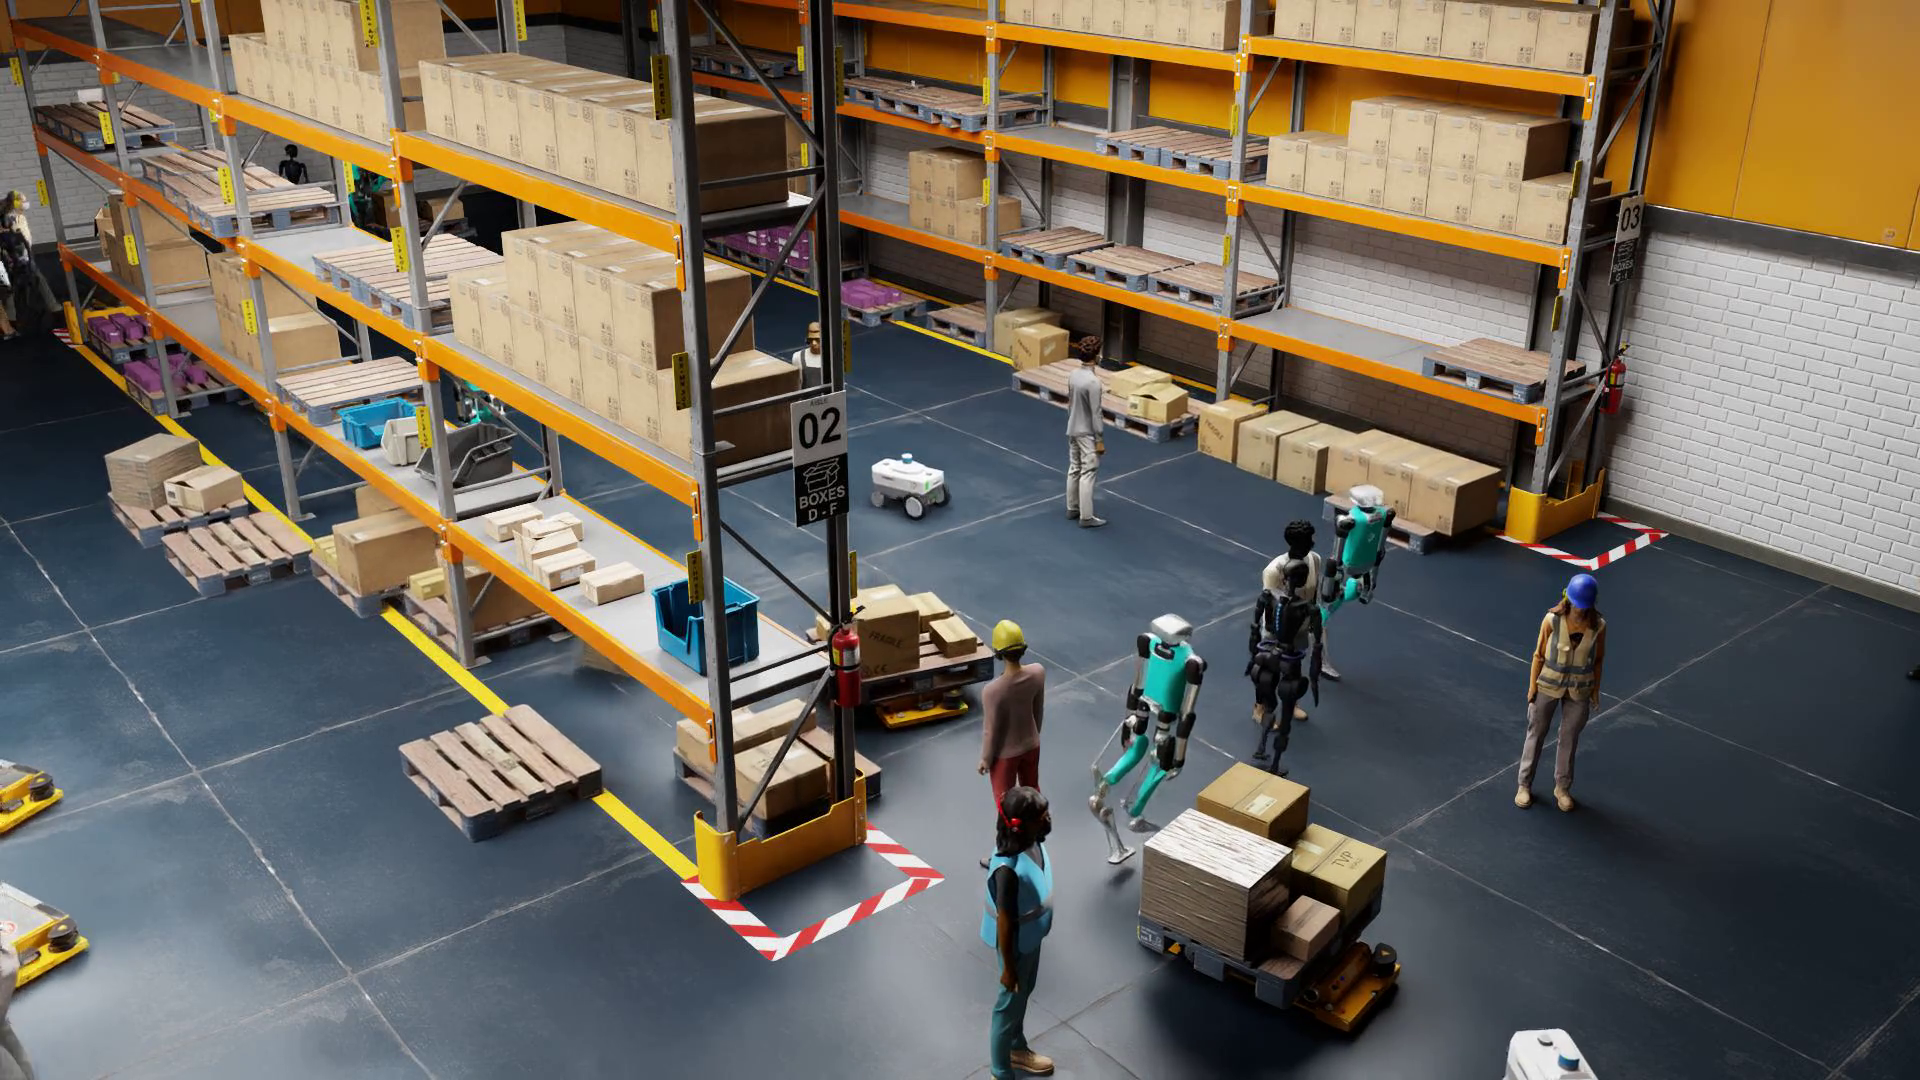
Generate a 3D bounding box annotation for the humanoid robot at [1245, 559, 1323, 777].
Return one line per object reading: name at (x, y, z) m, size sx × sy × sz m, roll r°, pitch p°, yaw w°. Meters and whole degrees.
humanoid robot at (2.269, 0.913, 11.749) m, size 0.608 × 1.644 × 0.382 m, roll 19°, pitch 30°, yaw 37°

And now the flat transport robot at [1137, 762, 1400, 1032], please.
flat transport robot at (1.844, 2.435, 10.004) m, size 1.431 × 0.231 × 0.659 m, roll 18°, pitch 29°, yaw 35°

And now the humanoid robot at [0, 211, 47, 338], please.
humanoid robot at (-12.410, -3.544, 22.088) m, size 0.607 × 1.646 × 0.538 m, roll 9°, pitch 25°, yaw 21°

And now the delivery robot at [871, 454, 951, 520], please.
delivery robot at (-0.513, -0.560, 16.572) m, size 0.790 × 0.589 × 0.499 m, roll 14°, pitch 27°, yaw 30°

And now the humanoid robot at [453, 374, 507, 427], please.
humanoid robot at (-4.993, -1.376, 17.047) m, size 0.547 × 1.765 × 1.043 m, roll -18°, pitch 29°, yaw -35°

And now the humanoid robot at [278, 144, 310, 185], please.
humanoid robot at (-10.620, -5.489, 26.588) m, size 0.601 × 1.656 × 0.417 m, roll 7°, pitch 24°, yaw 16°

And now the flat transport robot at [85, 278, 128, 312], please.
flat transport robot at (-11.485, -3.325, 23.344) m, size 1.431 × 0.231 × 0.659 m, roll -21°, pitch 31°, yaw -40°

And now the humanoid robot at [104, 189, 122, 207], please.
humanoid robot at (-11.303, -3.960, 23.060) m, size 0.747 × 1.856 × 0.541 m, roll -12°, pitch 26°, yaw -25°

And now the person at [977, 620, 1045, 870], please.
person at (0.323, 1.331, 10.681) m, size 0.523 × 1.762 × 0.326 m, roll -19°, pitch 30°, yaw -37°

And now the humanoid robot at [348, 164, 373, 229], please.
humanoid robot at (-9.761, -5.655, 26.929) m, size 0.539 × 1.774 × 0.985 m, roll -3°, pitch 24°, yaw -7°

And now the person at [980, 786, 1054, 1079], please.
person at (0.308, 2.110, 8.741) m, size 0.375 × 1.865 × 0.540 m, roll 8°, pitch 25°, yaw 17°

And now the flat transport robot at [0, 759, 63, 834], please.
flat transport robot at (-7.062, 1.747, 11.599) m, size 1.431 × 0.231 × 0.659 m, roll 9°, pitch 25°, yaw 20°

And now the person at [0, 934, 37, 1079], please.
person at (-5.061, 2.287, 8.611) m, size 0.363 × 1.637 × 0.518 m, roll -15°, pitch 27°, yaw -31°

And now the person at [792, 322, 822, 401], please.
person at (-1.416, -1.284, 16.630) m, size 0.506 × 1.845 × 0.344 m, roll -2°, pitch 23°, yaw -3°

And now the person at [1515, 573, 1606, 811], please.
person at (4.123, 1.034, 11.353) m, size 0.464 × 1.772 × 0.320 m, roll 4°, pitch 24°, yaw 9°

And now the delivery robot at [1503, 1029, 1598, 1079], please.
delivery robot at (3.112, 2.895, 8.583) m, size 0.499 × 0.598 × 0.798 m, roll -2°, pitch 23°, yaw -5°

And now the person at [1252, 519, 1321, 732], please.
person at (2.452, 0.620, 12.418) m, size 0.531 × 1.691 × 0.322 m, roll -15°, pitch 27°, yaw -30°

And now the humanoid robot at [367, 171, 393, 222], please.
humanoid robot at (-9.944, -6.209, 28.297) m, size 0.763 × 1.880 × 0.541 m, roll 11°, pitch 26°, yaw 25°

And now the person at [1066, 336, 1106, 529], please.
person at (1.194, -1.036, 15.998) m, size 0.404 × 1.892 × 0.537 m, roll -12°, pitch 26°, yaw -26°

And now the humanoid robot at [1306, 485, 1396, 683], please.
humanoid robot at (2.943, 0.345, 13.035) m, size 0.531 × 1.788 × 0.773 m, roll -12°, pitch 26°, yaw -26°

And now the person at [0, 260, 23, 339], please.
person at (-12.711, -3.350, 21.617) m, size 0.572 × 1.703 × 0.926 m, roll 8°, pitch 25°, yaw 19°

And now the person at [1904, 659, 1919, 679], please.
person at (7.800, 0.253, 12.974) m, size 0.386 × 1.927 × 0.543 m, roll -15°, pitch 27°, yaw -31°

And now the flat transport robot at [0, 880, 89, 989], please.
flat transport robot at (-6.068, 2.371, 10.153) m, size 1.431 × 0.231 × 0.659 m, roll 13°, pitch 27°, yaw 28°

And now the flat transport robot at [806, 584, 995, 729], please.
flat transport robot at (-0.517, 1.054, 13.203) m, size 0.659 × 0.231 × 1.431 m, roll -10°, pitch 25°, yaw -21°

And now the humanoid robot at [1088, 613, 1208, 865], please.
humanoid robot at (1.141, 1.358, 10.632) m, size 0.928 × 1.744 × 0.555 m, roll -19°, pitch 30°, yaw -37°

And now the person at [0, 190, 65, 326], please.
person at (-12.654, -3.824, 22.550) m, size 0.934 × 1.819 × 0.574 m, roll -9°, pitch 25°, yaw -20°
